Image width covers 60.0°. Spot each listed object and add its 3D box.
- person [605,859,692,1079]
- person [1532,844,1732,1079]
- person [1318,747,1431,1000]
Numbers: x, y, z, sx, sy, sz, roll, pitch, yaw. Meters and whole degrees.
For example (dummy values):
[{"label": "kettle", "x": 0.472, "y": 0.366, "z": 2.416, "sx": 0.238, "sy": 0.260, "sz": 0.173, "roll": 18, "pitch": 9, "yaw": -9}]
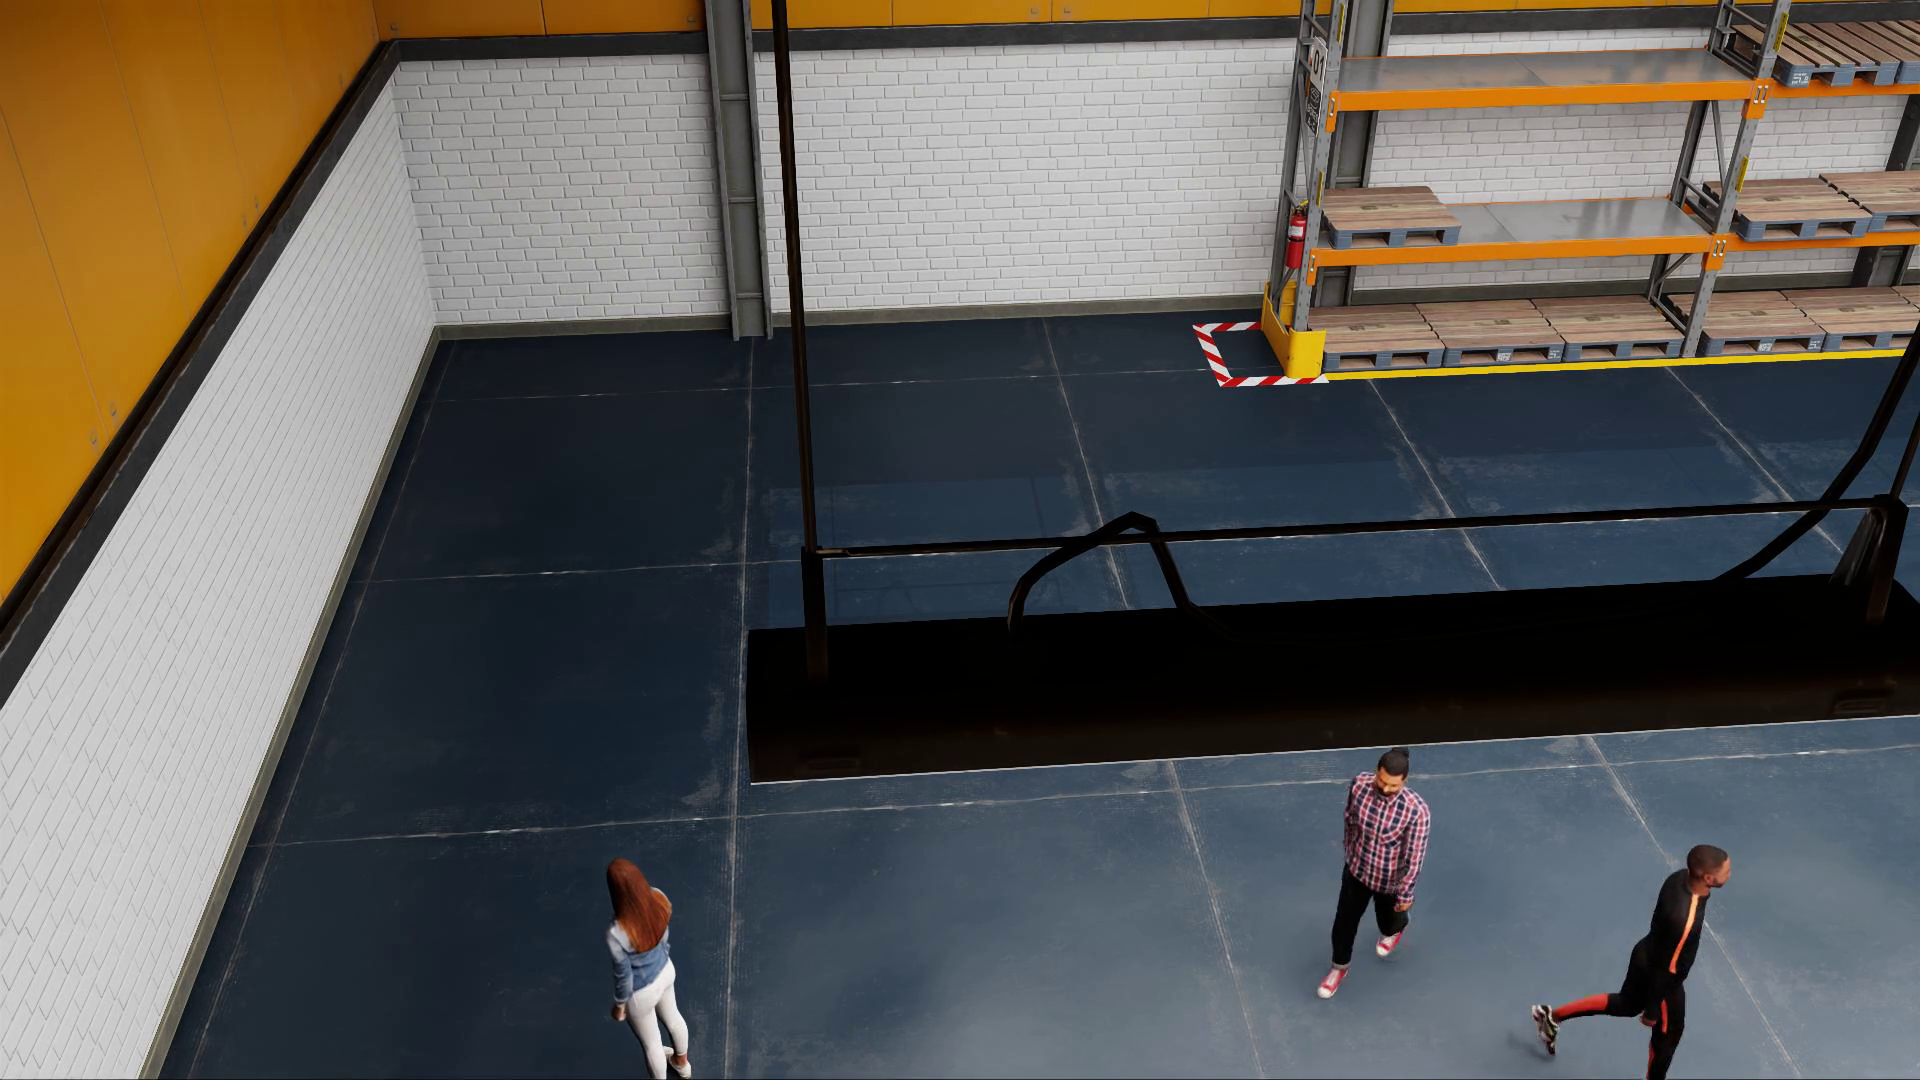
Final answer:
[{"label": "person", "x": -1.641, "y": 2.338, "z": 8.781, "sx": 0.700, "sy": 1.700, "sz": 0.690, "roll": 17, "pitch": 37, "yaw": 23}, {"label": "person", "x": 3.585, "y": 2.270, "z": 8.820, "sx": 1.243, "sy": 1.772, "sz": 0.986, "roll": 12, "pitch": 35, "yaw": 17}, {"label": "person", "x": 2.424, "y": 1.838, "z": 9.498, "sx": 1.052, "sy": 1.739, "sz": 1.098, "roll": 27, "pitch": 42, "yaw": 34}]
